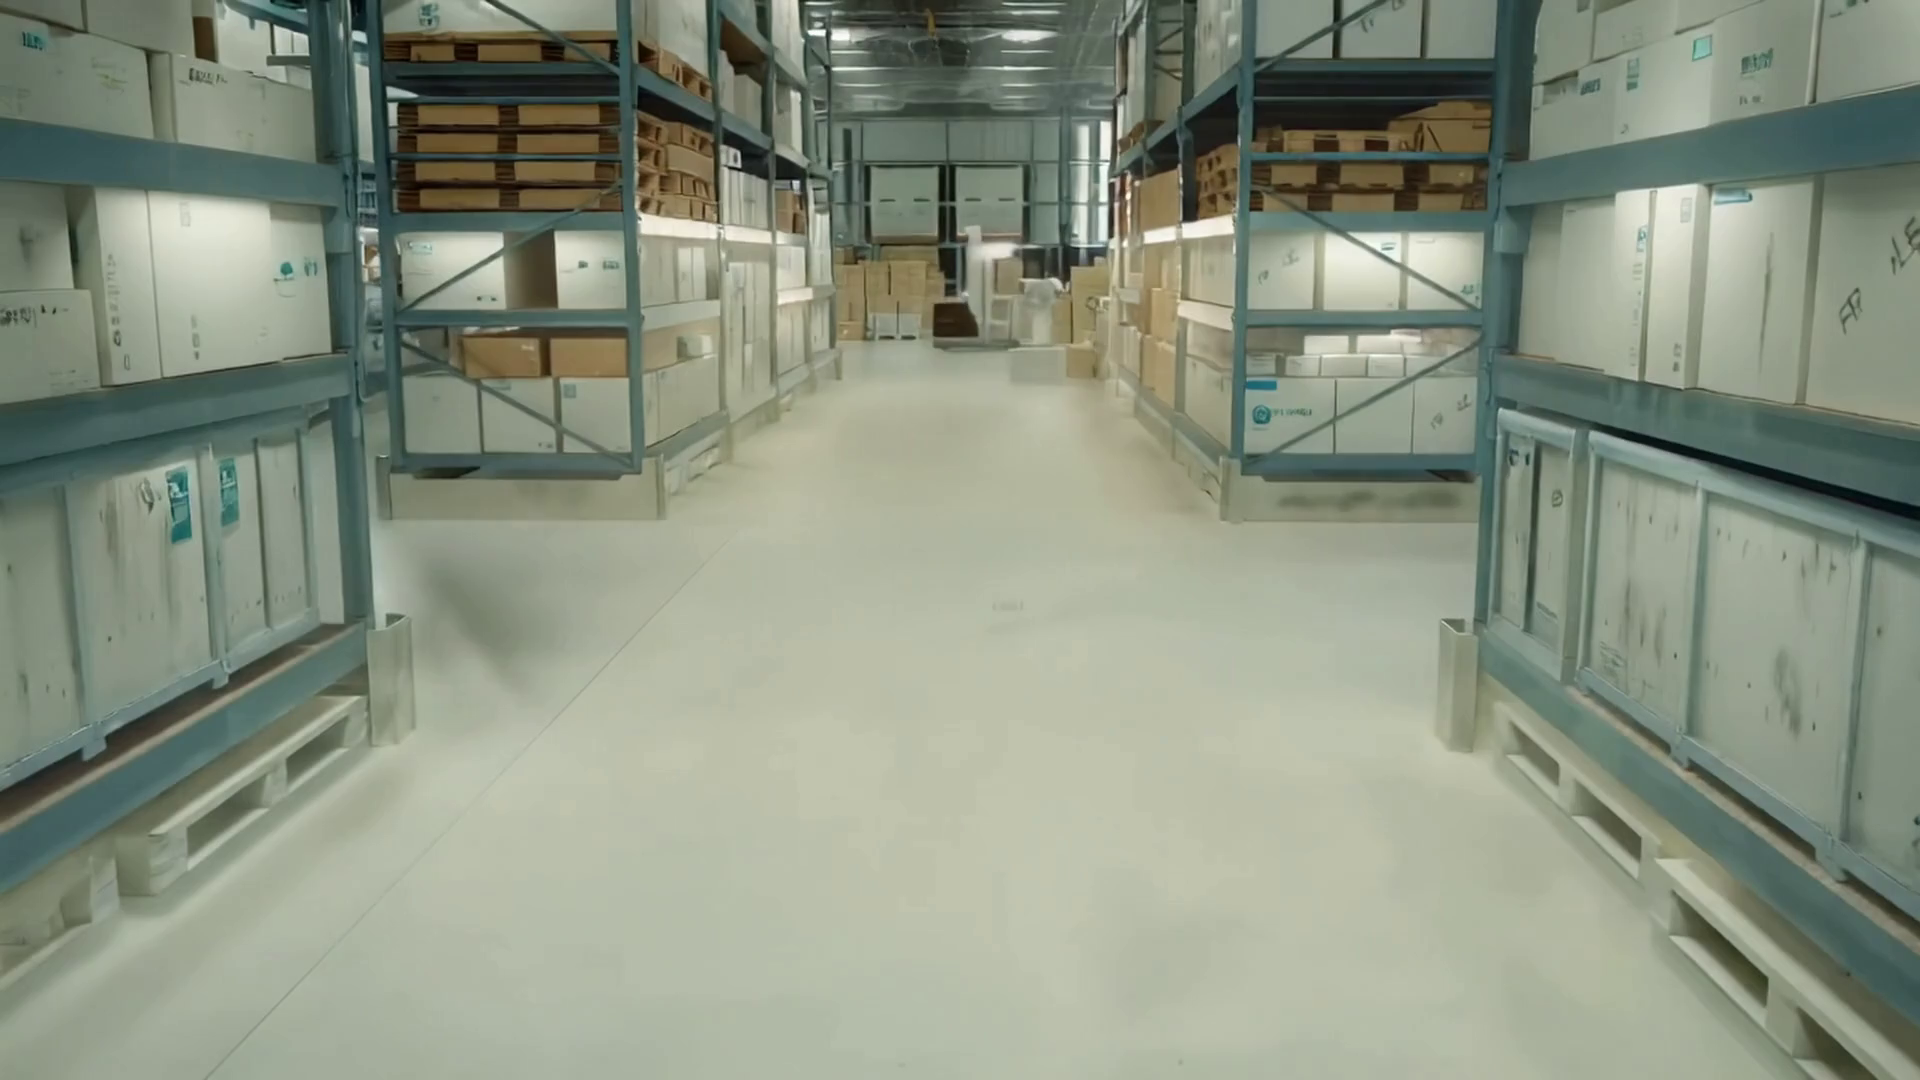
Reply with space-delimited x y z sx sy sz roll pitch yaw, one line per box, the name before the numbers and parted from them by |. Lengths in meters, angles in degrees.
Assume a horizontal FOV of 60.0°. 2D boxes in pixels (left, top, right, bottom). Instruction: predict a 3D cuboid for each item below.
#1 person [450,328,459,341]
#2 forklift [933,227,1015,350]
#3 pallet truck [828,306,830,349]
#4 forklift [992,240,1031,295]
person | -9.622 -4.198 31.500 0.979 1.958 0.608 1 9 4
forklift | 0.319 -5.795 38.275 1.873 2.768 1.129 0 9 1
pallet truck | -3.100 -3.940 29.800 1.885 1.965 0.823 3 10 19
forklift | 1.563 -9.360 59.630 1.873 2.768 1.129 -8 12 -40
